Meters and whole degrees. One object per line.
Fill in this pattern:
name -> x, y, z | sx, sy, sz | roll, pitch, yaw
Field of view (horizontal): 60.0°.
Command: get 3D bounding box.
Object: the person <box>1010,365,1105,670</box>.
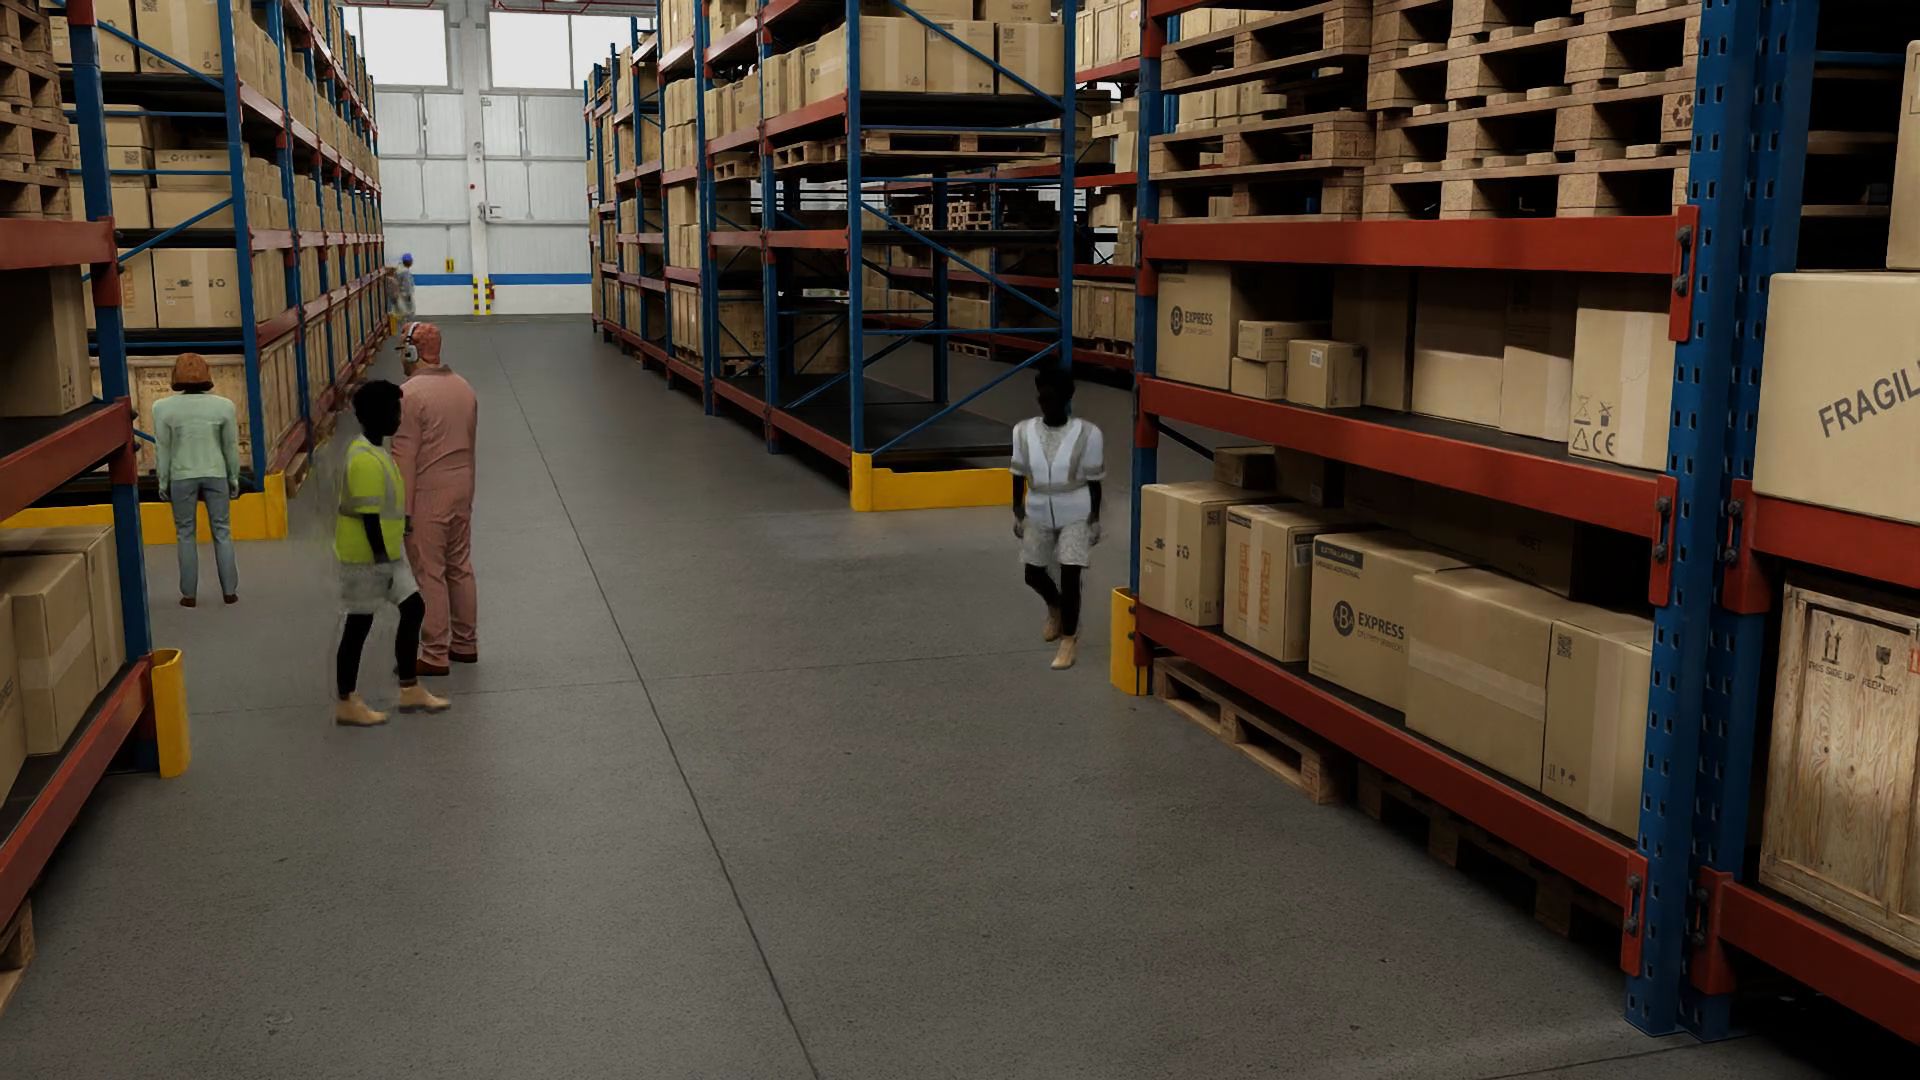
person -> 0.561, -0.142, 9.160 | 0.545, 1.675, 0.563 | 4, 11, 21

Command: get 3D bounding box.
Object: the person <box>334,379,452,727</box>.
person -> -2.741, 0.067, 8.003 | 0.656, 1.664, 0.573 | -1, 10, -7

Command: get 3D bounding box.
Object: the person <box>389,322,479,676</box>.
person -> -2.863, -0.222, 8.991 | 0.399, 1.900, 0.645 | 3, 11, 16

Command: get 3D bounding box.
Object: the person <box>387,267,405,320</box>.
person -> -14.429, -6.144, 42.278 | 0.868, 1.596, 0.538 | 0, 10, -2

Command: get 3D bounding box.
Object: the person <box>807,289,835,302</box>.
person -> -3.221, -5.662, 38.574 | 0.652, 1.972, 0.630 | 0, 10, -3

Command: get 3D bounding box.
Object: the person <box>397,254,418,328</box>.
person -> -13.430, -5.989, 40.478 | 0.429, 1.936, 0.631 | -4, 11, -20

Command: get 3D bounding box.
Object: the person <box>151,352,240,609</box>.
person -> -4.834, -0.374, 10.569 | 0.494, 1.624, 0.279 | -7, 12, -33
